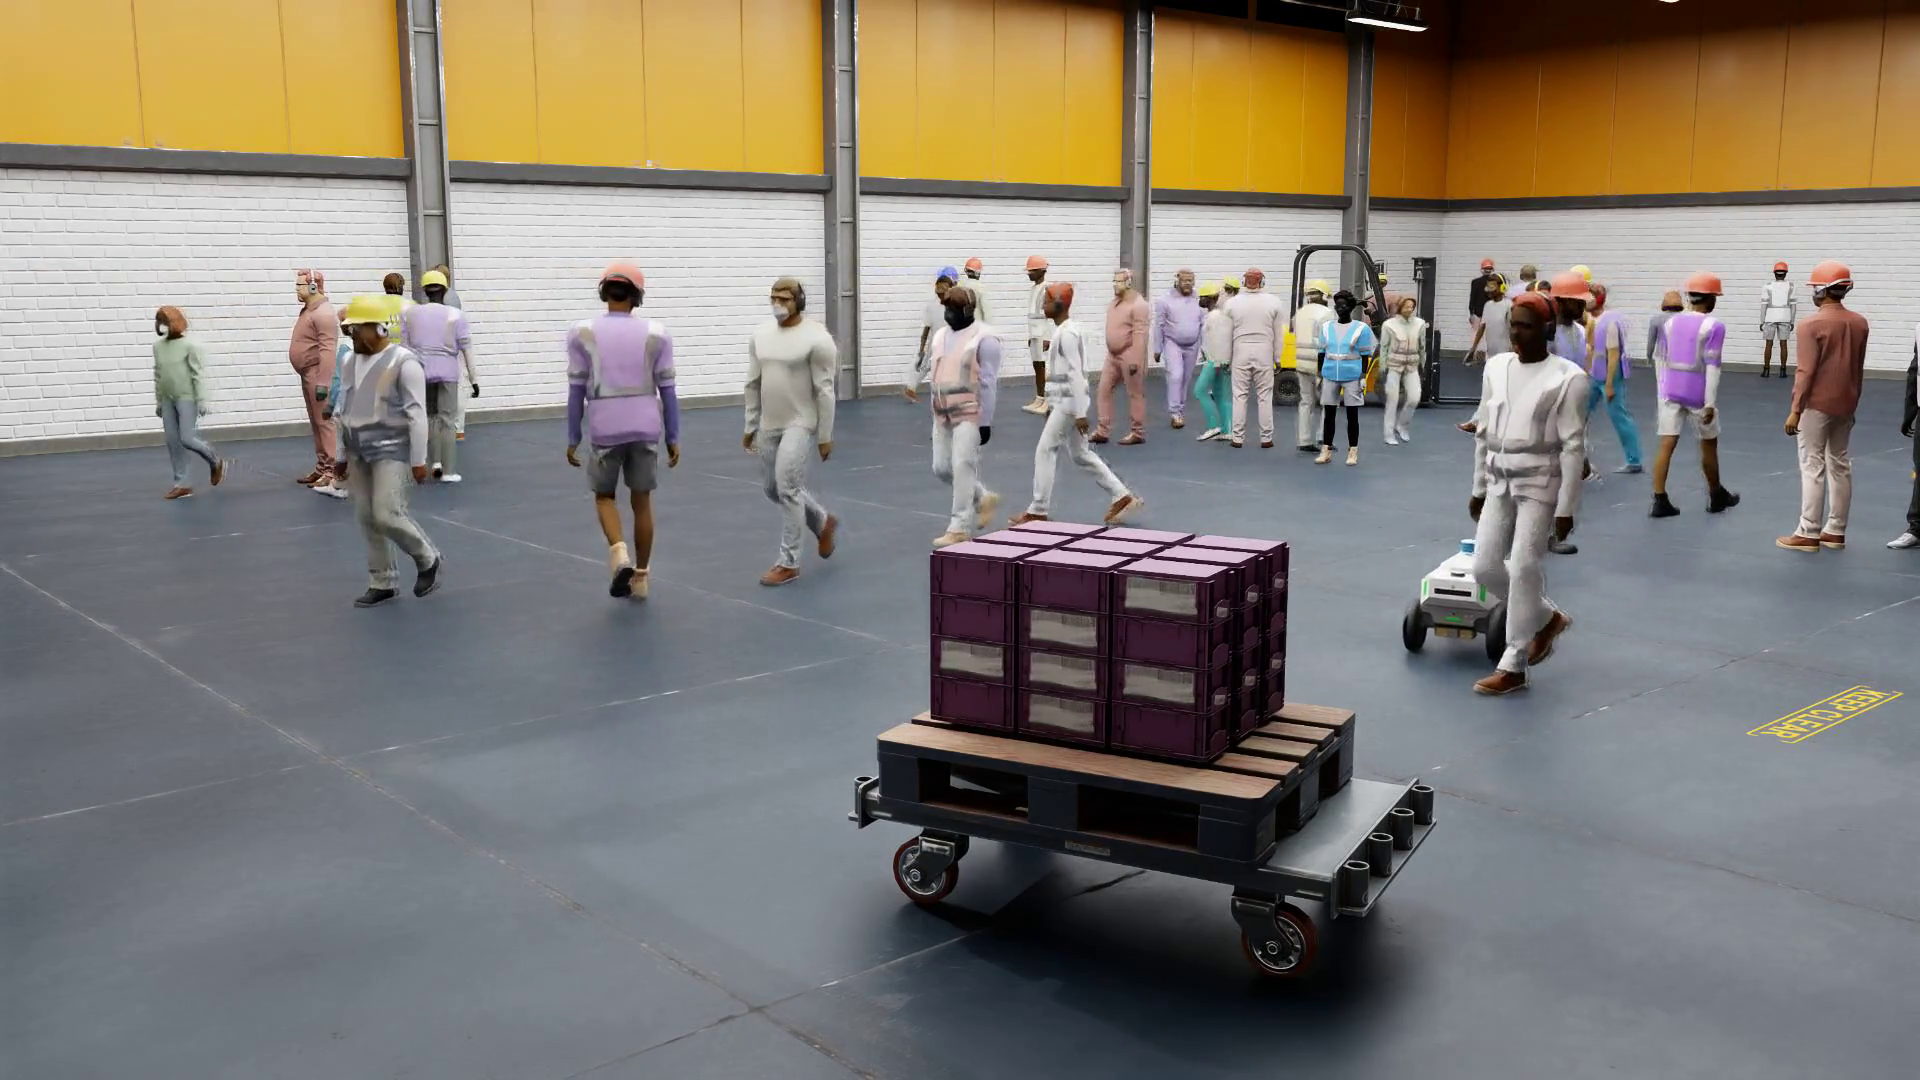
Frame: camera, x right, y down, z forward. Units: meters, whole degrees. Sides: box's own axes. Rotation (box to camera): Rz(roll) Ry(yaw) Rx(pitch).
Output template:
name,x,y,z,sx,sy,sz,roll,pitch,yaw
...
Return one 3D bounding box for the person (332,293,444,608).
name,x,y,z,sx,sy,sz,roll,pitch,yaw
person,-3.335,-0.513,9.602,0.598,1.814,0.446,6,11,30

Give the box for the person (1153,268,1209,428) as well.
name,x,y,z,sx,sy,sz,roll,pitch,yaw
person,2.652,-2.245,19.558,0.643,1.872,0.821,-3,10,-15

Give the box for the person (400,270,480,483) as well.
name,x,y,z,sx,sy,sz,roll,pitch,yaw
person,-4.679,-1.465,14.934,0.680,1.892,0.590,-1,10,-3

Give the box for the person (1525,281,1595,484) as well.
name,x,y,z,sx,sy,sz,roll,pitch,yaw
person,5.183,-1.364,14.627,0.969,1.822,0.495,9,13,42

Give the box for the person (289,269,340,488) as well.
name,x,y,z,sx,sy,sz,roll,pitch,yaw
person,-5.667,-1.416,14.625,0.410,1.908,0.643,-6,12,-33

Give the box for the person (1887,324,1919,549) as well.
name,x,y,z,sx,sy,sz,roll,pitch,yaw
person,6.718,-0.857,11.315,0.392,1.920,0.587,-5,11,-28

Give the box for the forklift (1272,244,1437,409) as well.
name,x,y,z,sx,sy,sz,roll,pitch,yaw
forklift,5.256,-2.933,22.661,2.313,2.155,1.214,3,10,16

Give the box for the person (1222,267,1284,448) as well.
name,x,y,z,sx,sy,sz,roll,pitch,yaw
person,3.088,-1.919,17.562,0.636,1.911,0.405,2,10,9

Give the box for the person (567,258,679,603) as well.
name,x,y,z,sx,sy,sz,roll,pitch,yaw
person,-1.953,-0.618,9.646,0.655,2.011,0.569,-3,10,-17

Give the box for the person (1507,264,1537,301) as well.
name,x,y,z,sx,sy,sz,roll,pitch,yaw
person,8.218,-3.032,24.068,0.637,1.920,0.827,1,10,6

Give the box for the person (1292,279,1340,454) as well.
name,x,y,z,sx,sy,sz,roll,pitch,yaw
person,3.668,-1.758,16.980,0.531,1.789,0.640,-6,11,-29

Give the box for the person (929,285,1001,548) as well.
name,x,y,z,sx,sy,sz,roll,pitch,yaw
person,0.048,-0.872,11.677,0.631,1.823,0.634,-9,13,-42

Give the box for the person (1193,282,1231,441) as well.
name,x,y,z,sx,sy,sz,roll,pitch,yaw
person,2.748,-1.931,18.115,0.514,1.740,0.549,2,10,12

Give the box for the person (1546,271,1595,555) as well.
name,x,y,z,sx,sy,sz,roll,pitch,yaw
person,4.066,-0.865,11.345,0.551,1.921,0.468,-6,11,-30

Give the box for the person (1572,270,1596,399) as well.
name,x,y,z,sx,sy,sz,roll,pitch,yaw
person,5.177,-1.356,14.297,0.895,1.889,0.554,-9,13,-43

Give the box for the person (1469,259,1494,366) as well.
name,x,y,z,sx,sy,sz,roll,pitch,yaw
person,9.650,-4.189,30.682,0.645,1.961,0.816,0,10,-1

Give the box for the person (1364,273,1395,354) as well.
name,x,y,z,sx,sy,sz,roll,pitch,yaw
person,6.724,-3.413,26.724,0.532,1.767,0.328,-2,10,-14

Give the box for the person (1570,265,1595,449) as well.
name,x,y,z,sx,sy,sz,roll,pitch,yaw
person,6.380,-1.886,17.313,0.367,1.926,0.594,-5,11,-26

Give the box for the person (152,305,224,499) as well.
name,x,y,z,sx,sy,sz,roll,pitch,yaw
person,-6.509,-1.164,13.974,0.514,1.616,0.492,4,10,21

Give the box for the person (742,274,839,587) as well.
name,x,y,z,sx,sy,sz,roll,pitch,yaw
person,-1.016,-0.705,10.425,0.631,1.916,0.845,7,12,34

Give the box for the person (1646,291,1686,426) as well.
name,x,y,z,sx,sy,sz,roll,pitch,yaw
person,8.477,-2.165,19.881,0.524,1.598,0.785,3,10,18

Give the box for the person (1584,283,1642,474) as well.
name,x,y,z,sx,sy,sz,roll,pitch,yaw
person,5.920,-1.485,15.449,1.020,1.769,0.580,-1,10,-6

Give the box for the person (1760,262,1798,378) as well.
name,x,y,z,sx,sy,sz,roll,pitch,yaw
person,13.617,-3.662,27.705,0.542,1.930,0.367,4,10,21

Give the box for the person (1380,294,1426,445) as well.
name,x,y,z,sx,sy,sz,roll,pitch,yaw
person,4.729,-1.813,17.776,0.574,1.617,0.387,-2,10,-11

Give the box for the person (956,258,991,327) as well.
name,x,y,z,sx,sy,sz,roll,pitch,yaw
person,0.188,-3.047,23.909,0.622,1.993,0.384,7,12,36

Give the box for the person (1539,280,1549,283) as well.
name,x,y,z,sx,sy,sz,roll,pitch,yaw
person,9.635,-3.480,27.528,0.501,1.632,0.282,3,10,16

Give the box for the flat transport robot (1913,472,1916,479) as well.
name,x,y,z,sx,sy,sz,roll,pitch,yaw
flat transport robot,9.254,-0.605,14.657,1.431,0.197,0.652,6,12,33

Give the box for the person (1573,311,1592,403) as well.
name,x,y,z,sx,sy,sz,roll,pitch,yaw
person,4.810,-1.070,13.424,0.536,1.617,0.524,-8,12,-38

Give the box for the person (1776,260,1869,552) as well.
name,x,y,z,sx,sy,sz,roll,pitch,yaw
person,5.923,-0.915,11.432,0.612,1.994,0.395,-4,11,-23

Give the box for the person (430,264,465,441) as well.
name,x,y,z,sx,sy,sz,roll,pitch,yaw
person,-5.606,-2.040,18.197,0.370,1.934,0.627,-2,10,-14

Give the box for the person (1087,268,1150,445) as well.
name,x,y,z,sx,sy,sz,roll,pitch,yaw
person,1.651,-1.939,17.735,0.785,1.881,0.673,-6,11,-31

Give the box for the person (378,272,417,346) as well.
name,x,y,z,sx,sy,sz,roll,pitch,yaw
person,-6.178,-2.010,18.289,0.633,1.842,0.429,1,10,6

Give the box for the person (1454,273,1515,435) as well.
name,x,y,z,sx,sy,sz,roll,pitch,yaw
person,5.959,-2.080,18.763,0.949,1.817,0.494,-2,10,-14

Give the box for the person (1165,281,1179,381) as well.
name,x,y,z,sx,sy,sz,roll,pitch,yaw
person,3.524,-3.387,26.802,0.530,1.689,0.322,5,11,28

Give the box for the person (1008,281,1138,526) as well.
name,x,y,z,sx,sy,sz,roll,pitch,yaw
person,0.870,-1.006,12.410,0.928,1.845,0.587,1,10,4

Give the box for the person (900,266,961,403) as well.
name,x,y,z,sx,sy,sz,roll,pitch,yaw
person,-0.311,-2.795,22.766,1.023,1.900,0.598,-3,10,-19

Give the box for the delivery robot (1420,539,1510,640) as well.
name,x,y,z,sx,sy,sz,roll,pitch,yaw
delivery robot,2.632,0.241,8.600,0.477,0.478,0.707,5,11,29

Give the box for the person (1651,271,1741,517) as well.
name,x,y,z,sx,sy,sz,roll,pitch,yaw
person,5.767,-1.133,12.984,0.942,1.891,0.568,-6,11,-30

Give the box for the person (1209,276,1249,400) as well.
name,x,y,z,sx,sy,sz,roll,pitch,yaw
person,3.791,-2.840,23.433,0.526,1.735,0.778,8,12,38

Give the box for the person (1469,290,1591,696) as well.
name,x,y,z,sx,sy,sz,roll,pitch,yaw
person,2.652,-0.218,7.710,0.569,1.869,0.605,-5,11,-29

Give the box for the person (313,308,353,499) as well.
name,x,y,z,sx,sy,sz,roll,pitch,yaw
person,-4.966,-1.085,13.580,0.850,1.600,0.530,1,10,3

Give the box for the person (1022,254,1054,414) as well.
name,x,y,z,sx,sy,sz,roll,pitch,yaw
person,0.998,-2.634,21.360,0.395,2.038,0.614,-3,10,-18

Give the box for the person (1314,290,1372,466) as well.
name,x,y,z,sx,sy,sz,roll,pitch,yaw
person,3.697,-1.565,16.107,0.540,1.696,0.316,6,11,30

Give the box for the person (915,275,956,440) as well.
name,x,y,z,sx,sy,sz,roll,pitch,yaw
person,-0.172,-2.054,18.638,0.533,1.822,0.989,5,11,28
